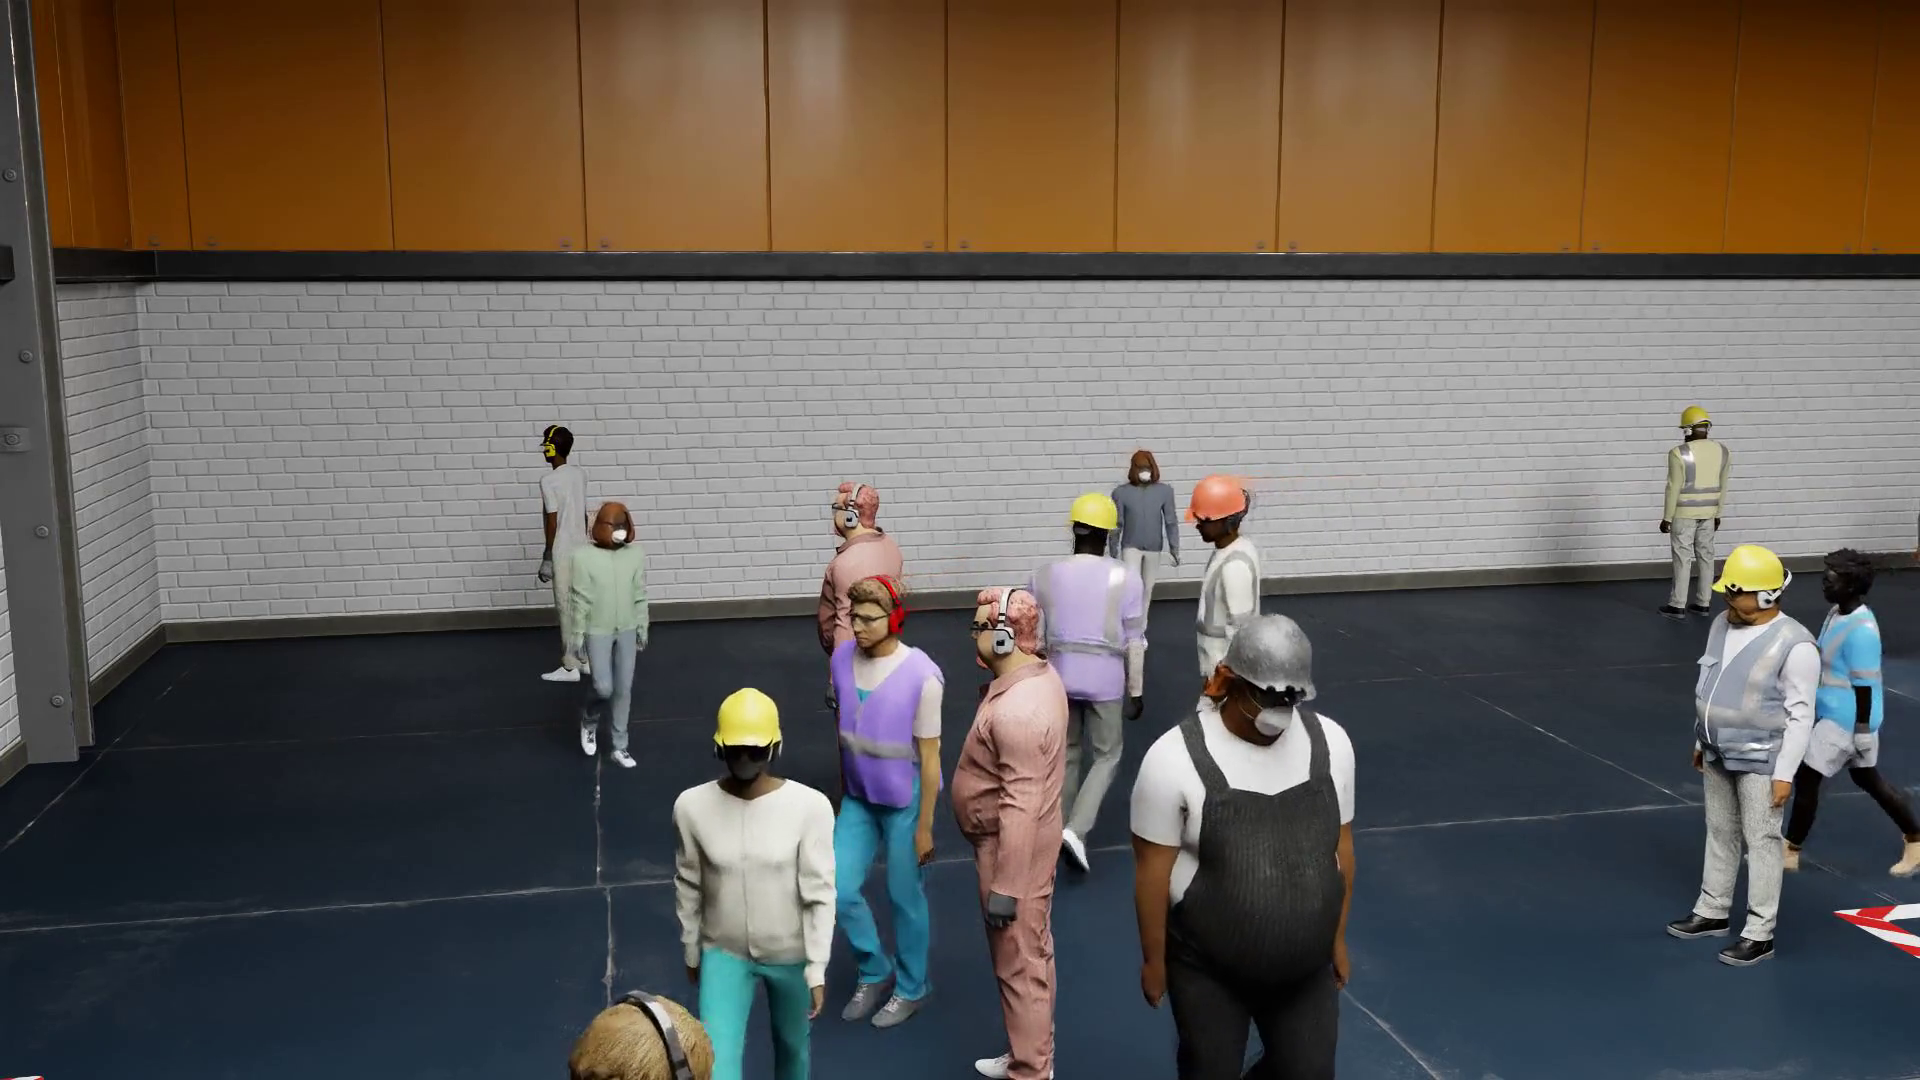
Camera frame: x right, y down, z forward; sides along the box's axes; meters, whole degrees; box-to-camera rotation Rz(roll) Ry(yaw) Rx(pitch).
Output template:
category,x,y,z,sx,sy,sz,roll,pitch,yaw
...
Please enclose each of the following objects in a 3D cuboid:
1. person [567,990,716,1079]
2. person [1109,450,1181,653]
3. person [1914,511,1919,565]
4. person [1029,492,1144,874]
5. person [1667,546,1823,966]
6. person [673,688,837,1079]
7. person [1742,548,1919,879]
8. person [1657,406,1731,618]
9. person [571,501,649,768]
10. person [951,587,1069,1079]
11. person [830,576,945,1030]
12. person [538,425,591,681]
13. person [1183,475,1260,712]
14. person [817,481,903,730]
category,x,y,z,sx,sy,sz,roll,pitch,yaw
person,-0.460,1.625,2.722,0.771,1.924,0.647,-9,13,-44
person,1.439,0.100,12.932,0.509,1.587,0.835,-2,9,-9
person,7.446,0.031,12.370,0.589,1.915,0.399,5,11,27
person,0.602,0.712,8.261,0.607,1.897,0.705,4,10,21
person,3.396,0.922,7.218,0.403,1.824,0.586,-3,10,-15
person,-0.638,1.306,5.177,0.530,1.723,0.934,0,9,1
person,4.402,0.853,8.135,0.862,1.656,0.521,4,10,22
person,6.280,-0.236,14.278,0.586,1.823,0.403,-2,10,-15
person,-2.106,0.564,9.995,0.522,1.616,0.391,-7,12,-38
person,0.169,1.104,5.857,0.402,1.906,0.652,1,9,9
person,-0.308,1.037,6.506,0.584,1.821,0.503,8,12,39
person,-2.883,0.099,12.090,0.333,1.872,0.515,4,10,22
person,1.424,0.651,8.383,0.797,1.995,0.693,2,9,9
person,-0.539,0.645,8.642,0.408,1.913,0.642,3,10,17
